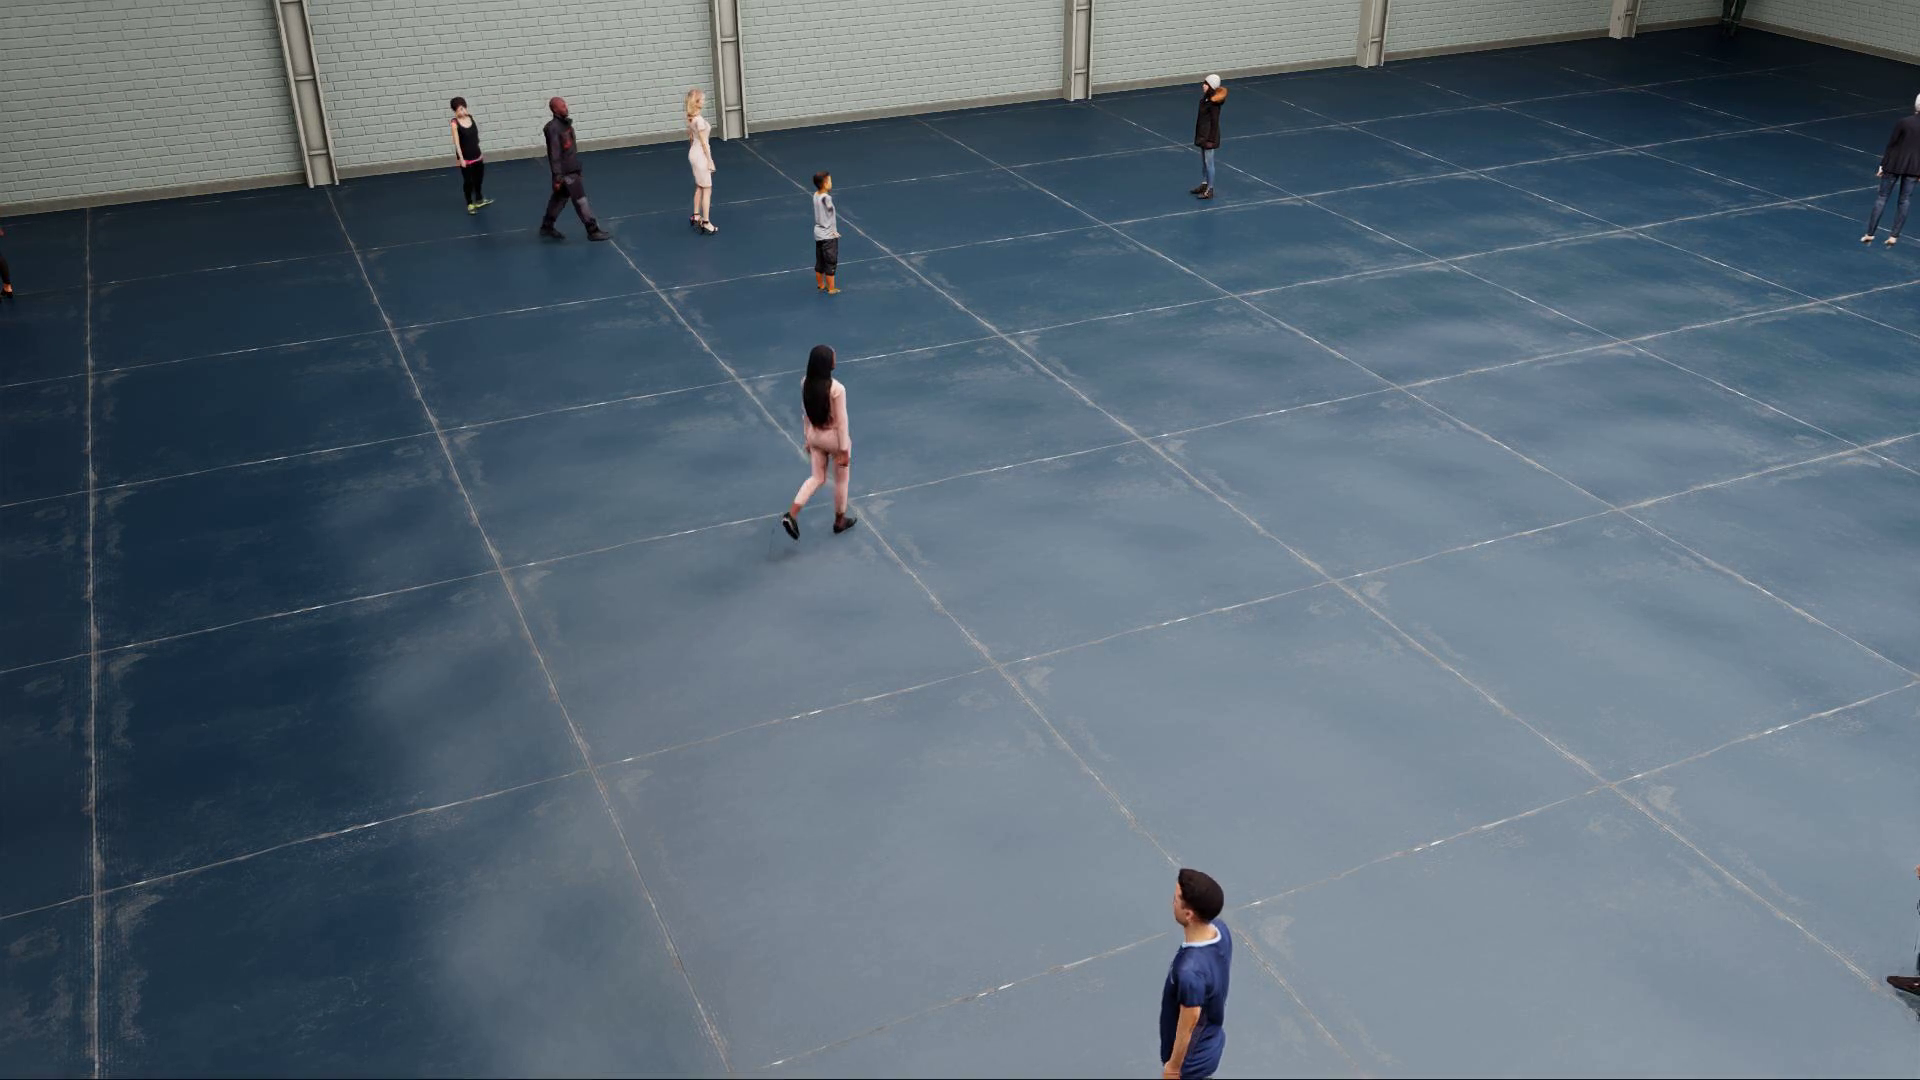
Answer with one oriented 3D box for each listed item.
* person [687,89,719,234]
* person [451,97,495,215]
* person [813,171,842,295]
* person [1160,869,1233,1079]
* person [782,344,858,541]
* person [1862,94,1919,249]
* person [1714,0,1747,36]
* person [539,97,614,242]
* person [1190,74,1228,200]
[{"bbox_3d":[-3.304,-4.754,20.899,0.488,1.820,0.587,-16,32,-28],"label":"person"},{"bbox_3d":[-6.431,-5.066,21.794,0.874,1.528,0.762,8,29,15],"label":"person"},{"bbox_3d":[-1.544,-3.567,19.056,0.578,1.456,0.614,-21,35,-34],"label":"person"},{"bbox_3d":[1.061,2.310,7.611,0.765,1.841,0.697,8,29,15],"label":"person"},{"bbox_3d":[-1.136,-0.749,13.503,0.899,1.703,1.116,22,35,35],"label":"person"},{"bbox_3d":[10.522,-4.162,18.618,0.823,1.782,0.789,10,30,18],"label":"person"},{"bbox_3d":[15.004,-10.707,32.008,0.762,1.884,0.885,10,30,18],"label":"person"},{"bbox_3d":[-4.976,-4.554,20.556,1.292,1.789,1.036,0,28,1],"label":"person"},{"bbox_3d":[3.343,-5.439,22.383,0.699,1.634,0.698,-5,28,-8],"label":"person"}]
